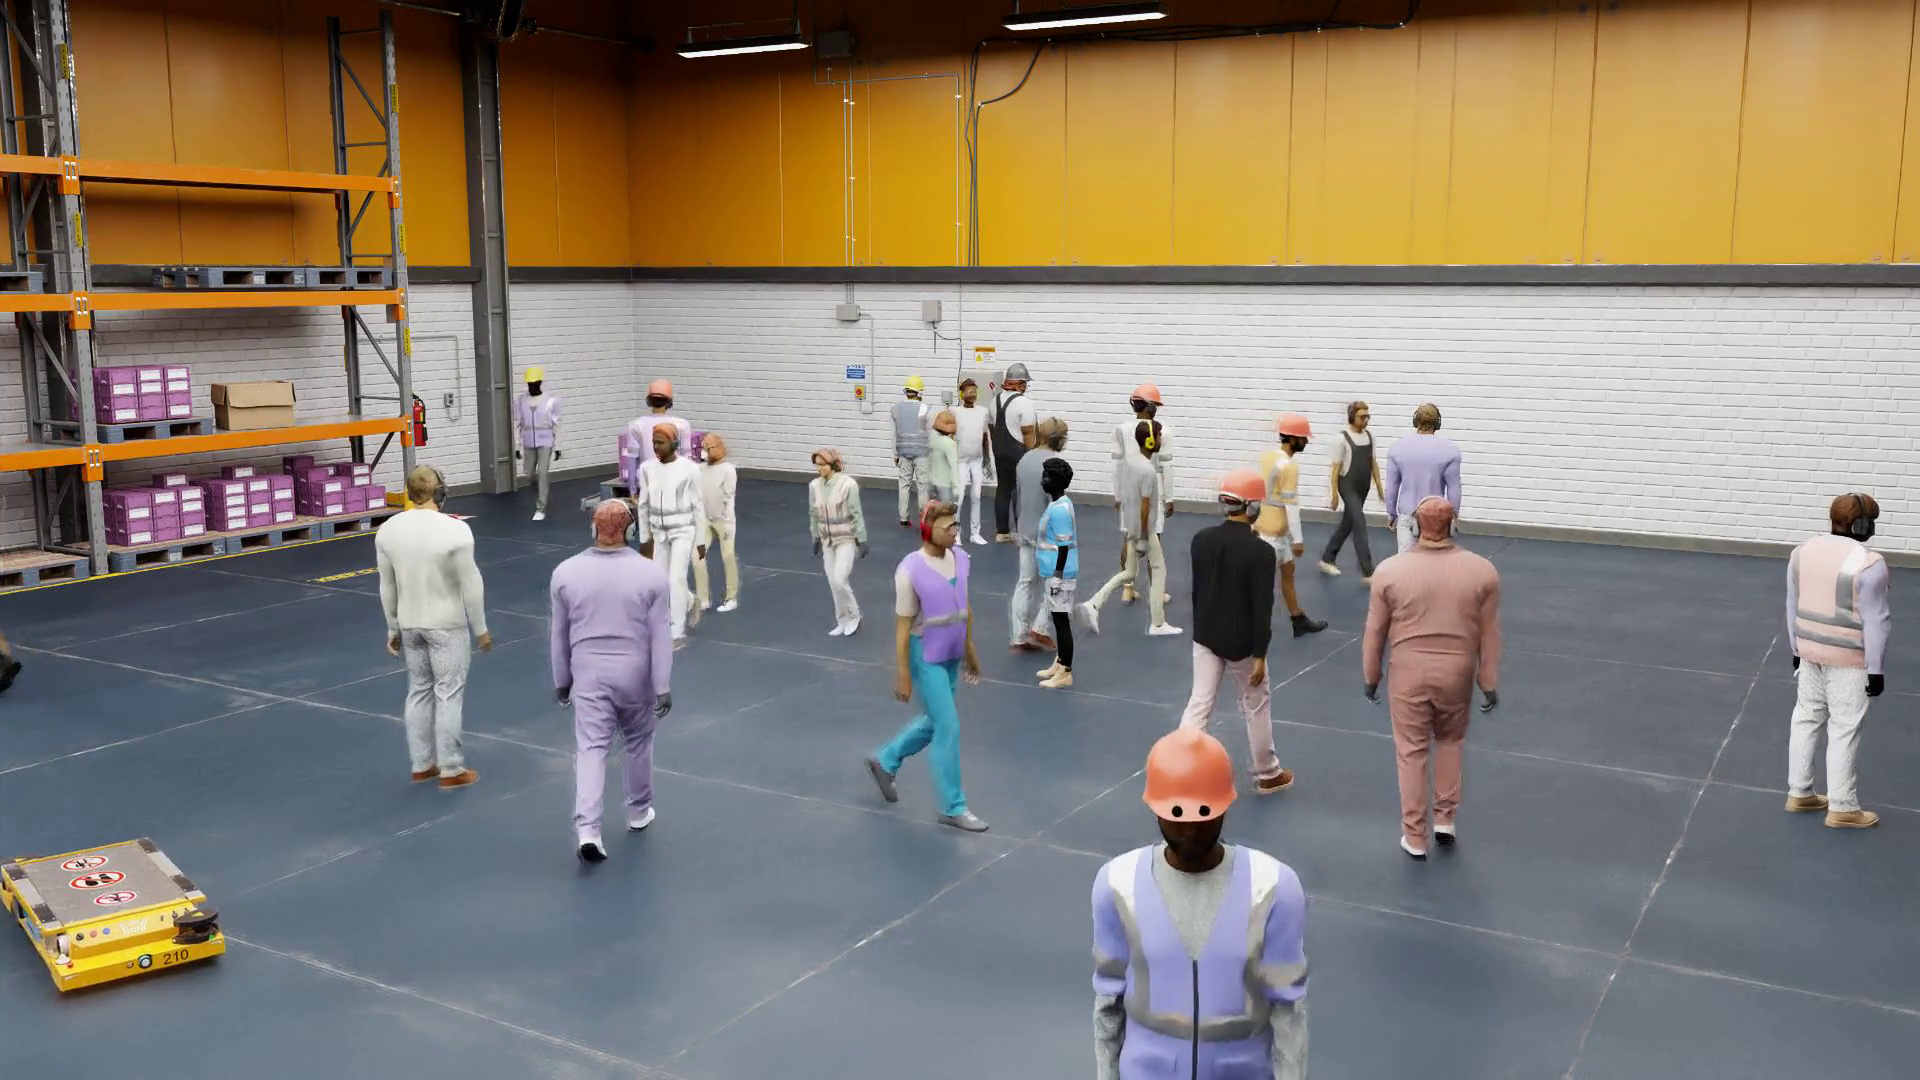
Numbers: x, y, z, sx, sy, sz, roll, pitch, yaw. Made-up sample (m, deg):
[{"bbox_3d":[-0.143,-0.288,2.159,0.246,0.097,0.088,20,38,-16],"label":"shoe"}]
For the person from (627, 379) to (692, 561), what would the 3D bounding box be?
[{"bbox_3d":[-2.871,-0.535,16.017,0.607,2.022,0.553,0,9,1],"label":"person"}]

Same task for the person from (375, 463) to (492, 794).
[{"bbox_3d":[-3.079,0.514,9.732,0.637,1.940,0.380,3,10,19],"label":"person"}]

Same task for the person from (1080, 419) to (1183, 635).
[{"bbox_3d":[1.442,-0.092,13.844,0.815,1.839,0.518,-3,10,-21],"label":"person"}]

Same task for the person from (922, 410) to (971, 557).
[{"bbox_3d":[-0.173,-0.561,17.492,0.583,1.629,0.519,-4,10,-23],"label":"person"}]

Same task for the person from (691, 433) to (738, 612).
[{"bbox_3d":[-2.207,-0.137,14.783,0.518,1.609,0.613,6,11,35],"label":"person"}]

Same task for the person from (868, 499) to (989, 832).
[{"bbox_3d":[-0.190,0.658,9.198,0.818,1.822,0.573,6,11,31],"label":"person"}]

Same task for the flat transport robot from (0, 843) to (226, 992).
[{"bbox_3d":[-3.936,1.677,7.660,0.652,0.197,1.431,-7,12,-38],"label":"flat transport robot"}]

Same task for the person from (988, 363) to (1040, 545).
[{"bbox_3d":[0.648,-0.971,18.684,0.536,2.000,0.683,-7,12,-38],"label":"person"}]

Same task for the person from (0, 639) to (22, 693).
[{"bbox_3d":[-7.133,0.215,11.800,0.825,1.886,0.578,3,10,18],"label":"person"}]

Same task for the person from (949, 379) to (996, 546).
[{"bbox_3d":[0.121,-0.862,18.568,0.571,1.864,0.321,-3,10,-19],"label":"person"}]

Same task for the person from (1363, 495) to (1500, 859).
[{"bbox_3d":[2.442,0.702,8.700,0.674,1.887,0.558,1,9,6],"label":"person"}]

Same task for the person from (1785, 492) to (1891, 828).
[{"bbox_3d":[4.857,0.651,9.179,0.429,1.841,0.633,-3,10,-17],"label":"person"}]

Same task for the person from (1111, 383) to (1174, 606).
[{"bbox_3d":[1.685,-0.415,15.233,0.605,2.035,0.392,5,10,29],"label":"person"}]

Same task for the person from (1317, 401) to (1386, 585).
[{"bbox_3d":[3.877,-0.478,16.382,0.535,1.805,0.958,-7,11,-37],"label":"person"}]

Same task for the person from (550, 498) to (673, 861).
[{"bbox_3d":[-1.826,0.711,8.724,0.650,1.868,0.944,0,9,0],"label":"person"}]

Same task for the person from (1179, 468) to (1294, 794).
[{"bbox_3d":[1.523,0.559,9.450,1.028,1.944,0.626,-9,13,-44],"label":"person"}]

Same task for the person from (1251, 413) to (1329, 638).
[{"bbox_3d":[2.701,-0.094,13.668,0.895,1.890,0.574,-1,9,-4],"label":"person"}]

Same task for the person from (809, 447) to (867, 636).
[{"bbox_3d":[-1.009,0.023,13.809,0.525,1.609,0.444,7,11,37],"label":"person"}]

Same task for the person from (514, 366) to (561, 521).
[{"bbox_3d":[-5.212,-1.208,20.589,0.588,1.909,0.629,1,9,5],"label":"person"}]

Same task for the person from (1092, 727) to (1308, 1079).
[{"bbox_3d":[0.624,1.389,4.360,0.563,1.919,0.771,2,9,11],"label":"person"}]

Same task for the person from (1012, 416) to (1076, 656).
[{"bbox_3d":[0.643,-0.020,13.132,0.534,1.911,0.751,-6,11,-32],"label":"person"}]

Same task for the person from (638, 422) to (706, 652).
[{"bbox_3d":[-2.290,-0.048,13.521,0.583,1.863,0.705,4,10,24],"label":"person"}]

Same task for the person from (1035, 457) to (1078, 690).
[{"bbox_3d":[0.707,0.242,12.183,0.315,1.696,0.541,0,9,1],"label":"person"}]

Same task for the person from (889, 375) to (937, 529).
[{"bbox_3d":[-0.533,-1.038,19.749,0.590,1.833,0.404,4,10,21],"label":"person"}]

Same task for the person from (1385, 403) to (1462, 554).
[{"bbox_3d":[3.953,-0.204,14.211,0.636,1.938,0.358,5,10,26],"label":"person"}]
